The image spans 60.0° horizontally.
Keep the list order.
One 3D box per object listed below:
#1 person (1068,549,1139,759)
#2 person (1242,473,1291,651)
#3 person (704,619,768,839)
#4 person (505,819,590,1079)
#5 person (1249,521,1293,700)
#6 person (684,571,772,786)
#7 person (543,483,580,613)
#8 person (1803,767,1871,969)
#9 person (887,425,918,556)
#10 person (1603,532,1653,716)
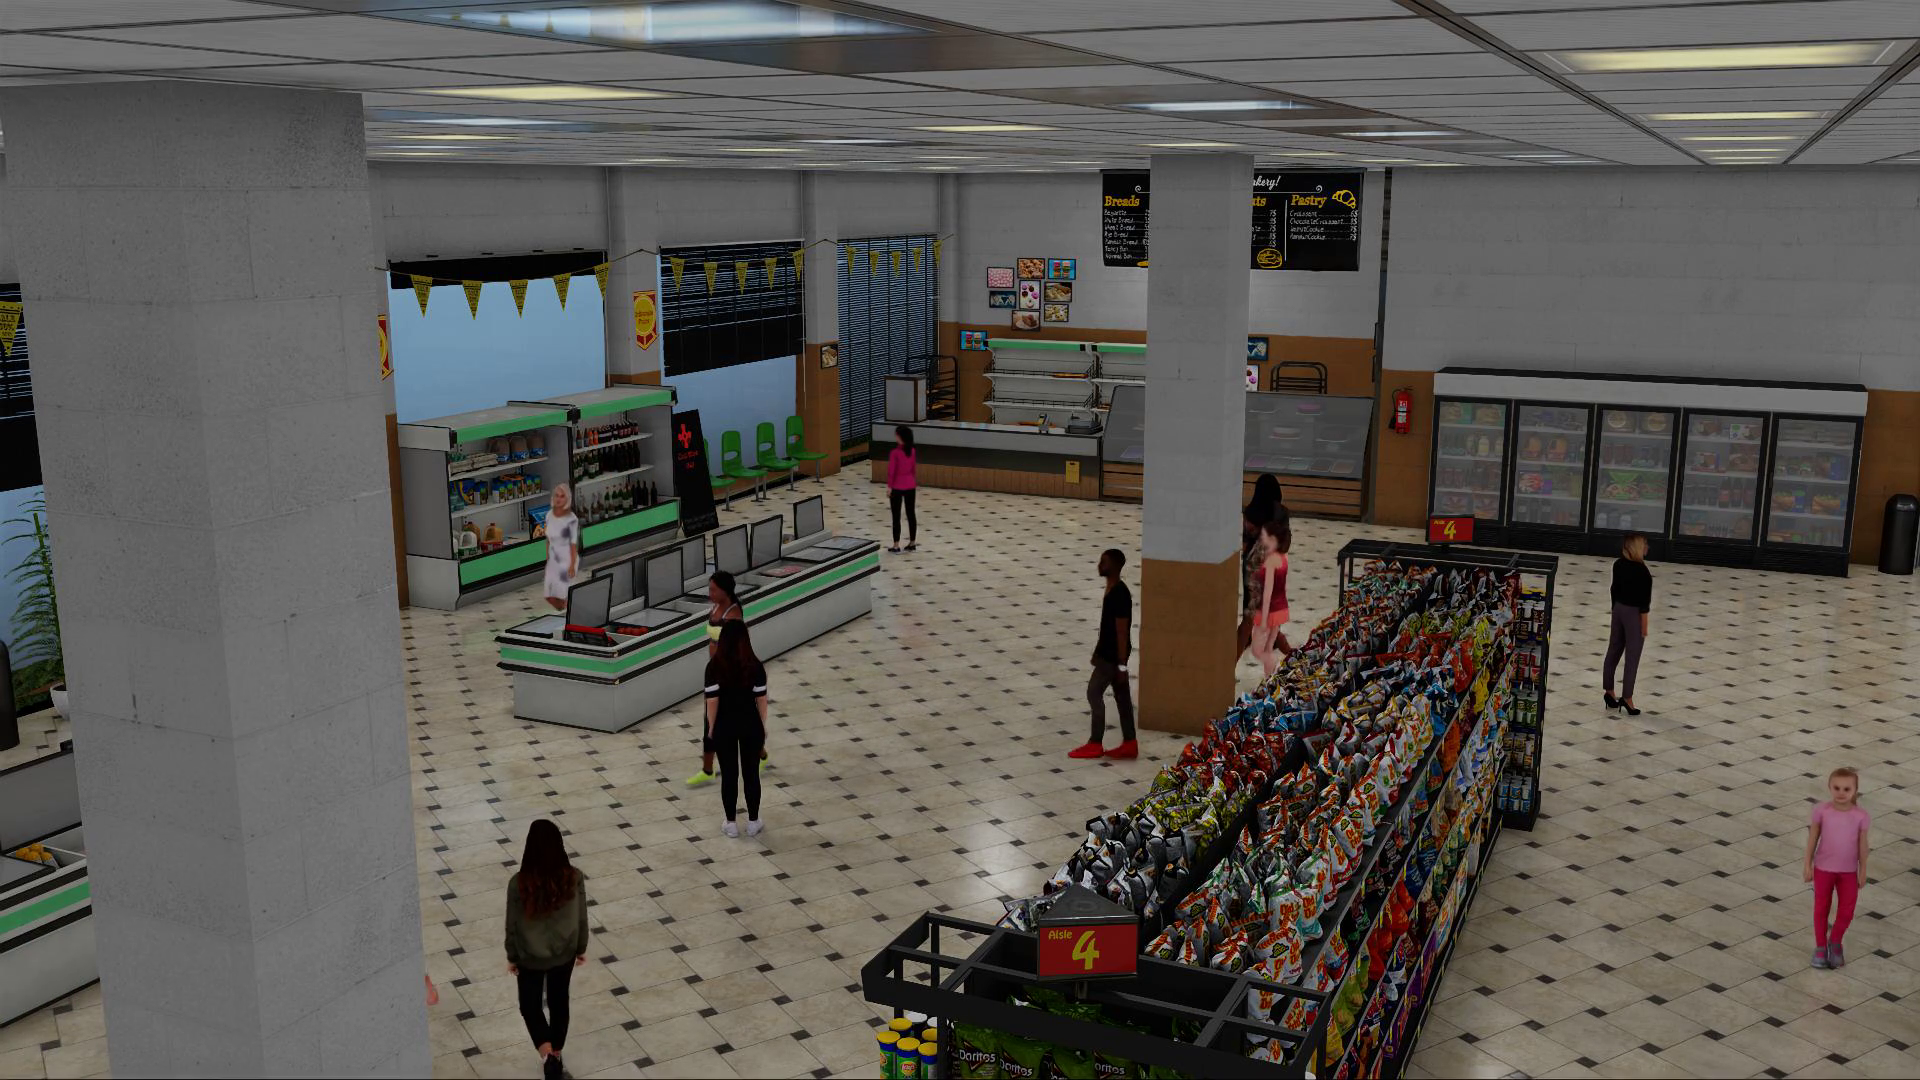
[{"bbox_3d":[1.374,0.963,13.828,0.923,1.789,0.898,0,12,1],"label":"person"},{"bbox_3d":[3.143,0.227,17.208,0.721,1.838,0.721,1,12,3],"label":"person"},{"bbox_3d":[-1.639,1.376,12.233,0.713,1.638,0.749,-2,12,-9],"label":"person"},{"bbox_3d":[-2.158,2.202,8.736,0.867,1.463,0.913,-5,13,-23],"label":"person"},{"bbox_3d":[2.926,0.700,15.211,0.710,1.734,0.803,8,14,34],"label":"person"},{"bbox_3d":[-1.797,1.100,13.314,1.060,1.734,0.872,-9,15,-36],"label":"person"},{"bbox_3d":[-4.109,0.241,17.412,0.615,1.726,0.649,7,14,29],"label":"person"},{"bbox_3d":[5.377,1.993,10.215,0.487,1.264,0.504,6,13,25],"label":"person"},{"bbox_3d":[-0.719,-0.668,21.793,0.646,1.700,0.736,-9,15,-35],"label":"person"},{"bbox_3d":[6.076,0.749,15.139,0.741,1.669,0.677,-4,13,-19],"label":"person"}]
